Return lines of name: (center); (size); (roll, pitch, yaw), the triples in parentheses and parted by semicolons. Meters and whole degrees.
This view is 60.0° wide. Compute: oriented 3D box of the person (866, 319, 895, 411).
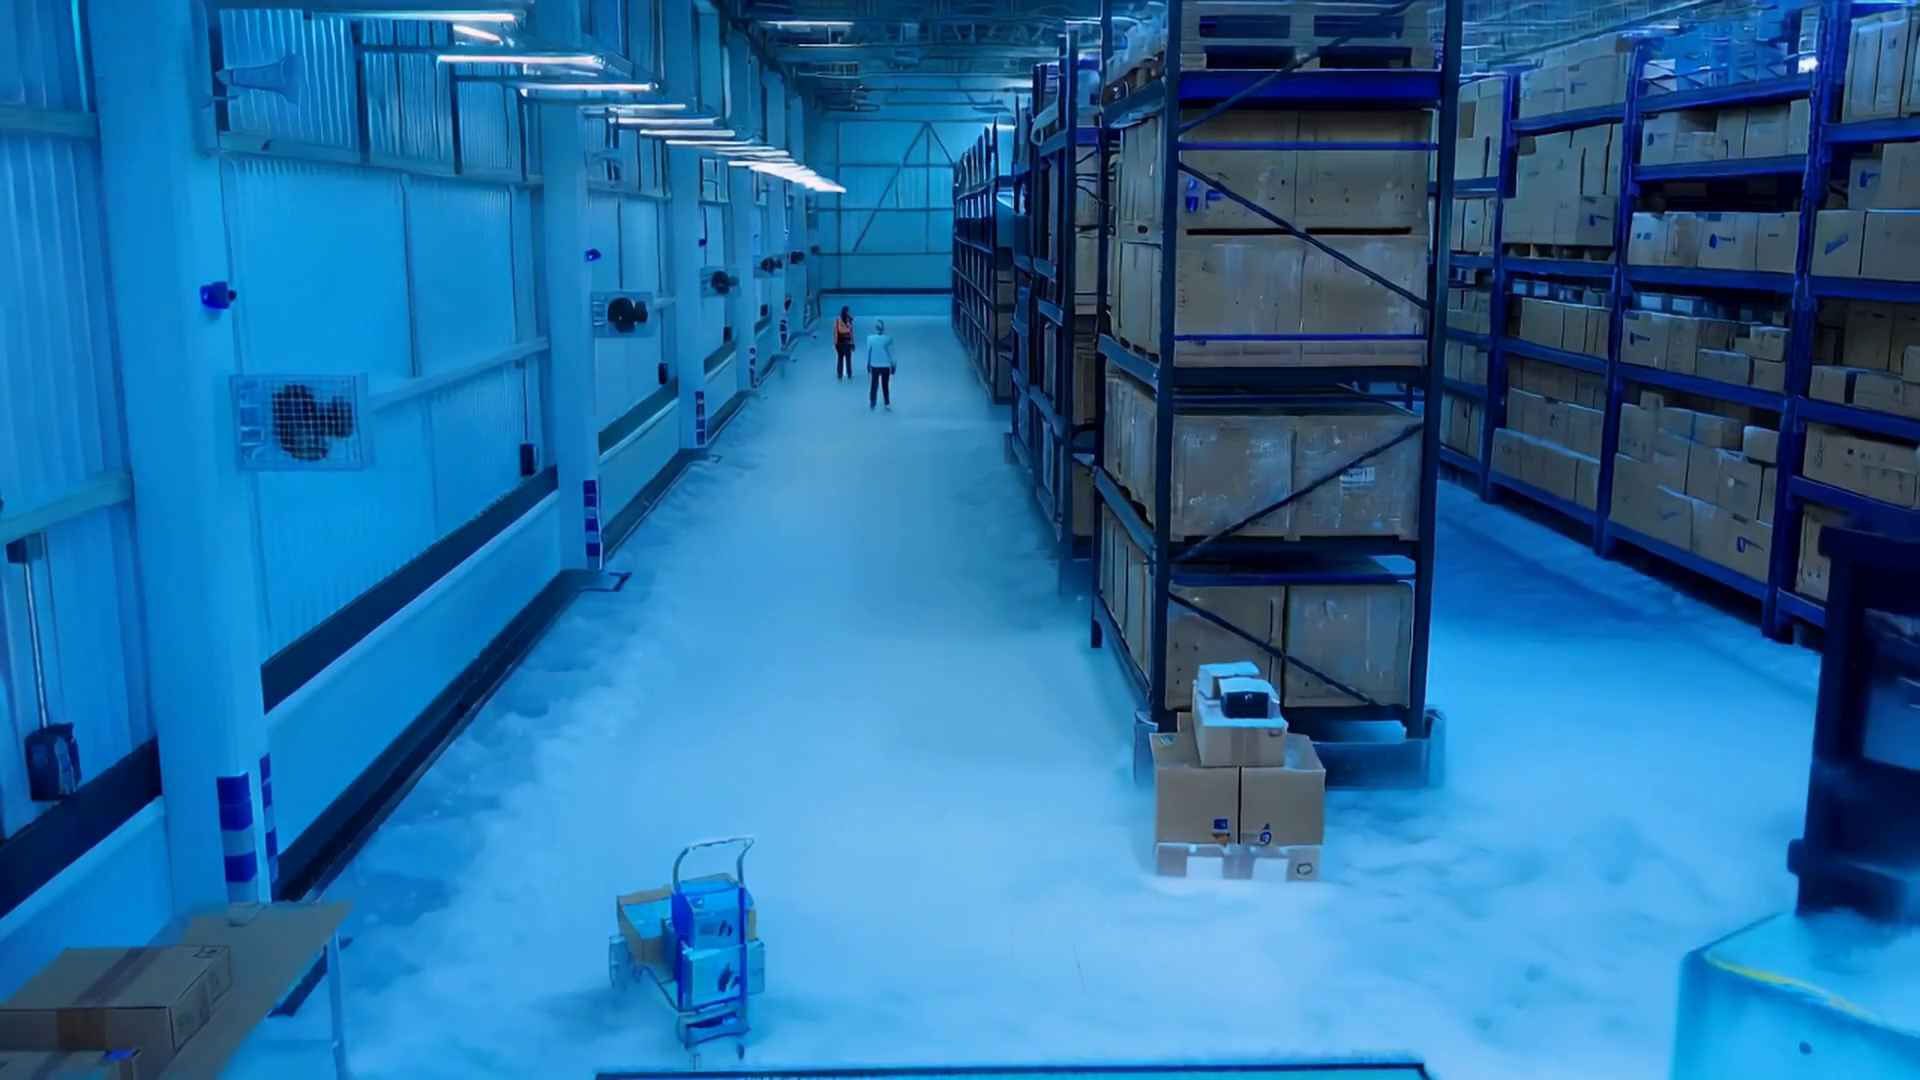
person: (-1.707, -3.748, 35.691); (0.618, 1.986, 0.409); (-3, 11, -14)

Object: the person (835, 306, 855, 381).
person: (-2.941, -5.015, 42.486); (0.590, 1.911, 0.383); (-8, 14, -37)

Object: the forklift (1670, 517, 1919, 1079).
forklift: (3.957, 1.341, 6.872); (1.873, 2.768, 1.129); (-8, 13, -35)

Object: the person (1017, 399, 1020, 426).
person: (1.417, -3.191, 33.040); (0.633, 1.883, 0.684); (1, 11, 3)
